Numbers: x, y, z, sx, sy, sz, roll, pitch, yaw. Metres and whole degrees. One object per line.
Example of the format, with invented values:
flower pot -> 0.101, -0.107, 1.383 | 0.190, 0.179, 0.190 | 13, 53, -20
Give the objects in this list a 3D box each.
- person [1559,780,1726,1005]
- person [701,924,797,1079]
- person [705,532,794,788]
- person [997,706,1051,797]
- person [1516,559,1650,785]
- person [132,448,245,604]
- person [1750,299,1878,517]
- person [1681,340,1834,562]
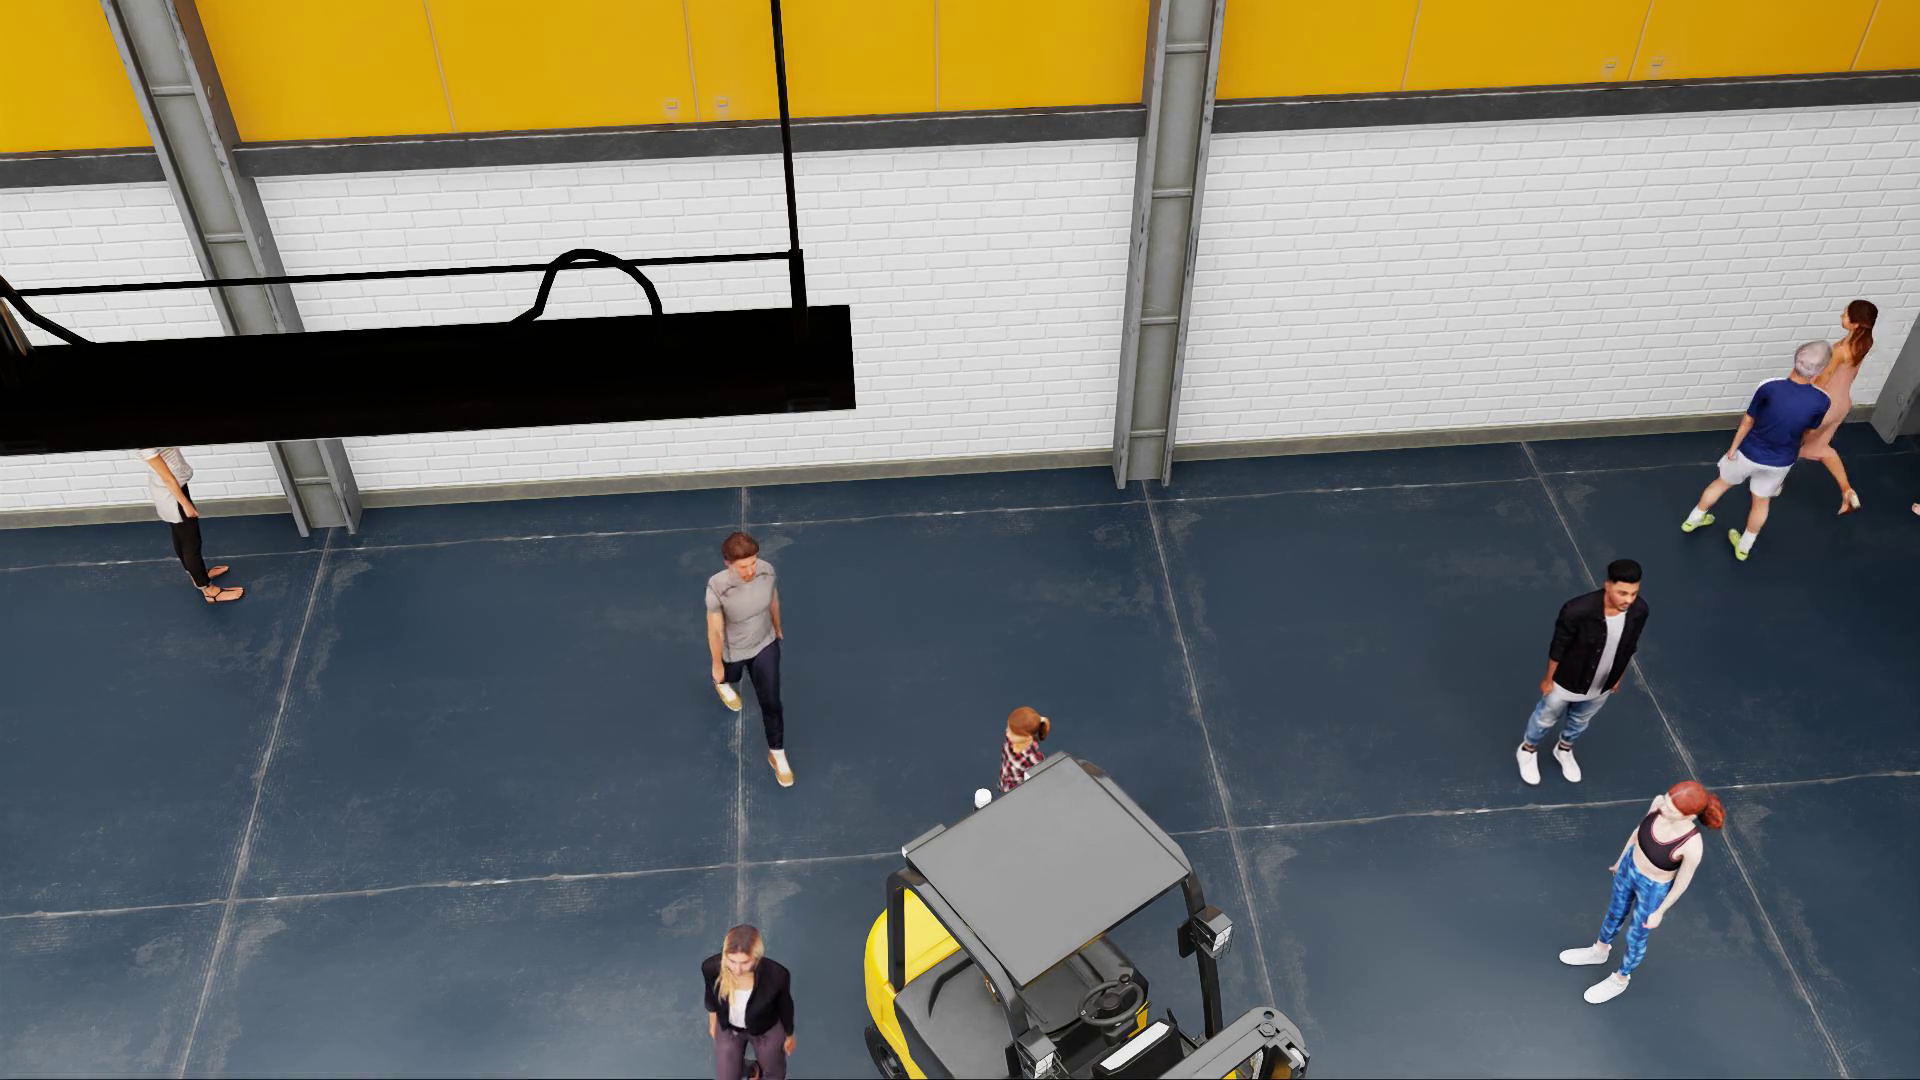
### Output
person -> 3.632, 1.844, 8.833 | 0.622, 1.788, 0.607 | -9, 44, -10
person -> -1.027, 2.386, 8.353 | 0.591, 1.664, 0.721 | 4, 44, 5
person -> -1.351, 0.588, 10.114 | 1.278, 1.839, 1.083 | -21, 47, -21
person -> 0.407, 1.411, 9.645 | 0.825, 1.294, 0.687 | -20, 47, -20
person -> 3.729, 0.761, 9.952 | 0.508, 1.811, 0.735 | -3, 44, -3
person -> -5.259, -0.314, 11.069 | 0.694, 1.827, 0.677 | -28, 50, -26
person -> 6.132, -0.872, 11.666 | 1.034, 1.811, 0.953 | -21, 47, -20
person -> 5.530, -0.564, 11.338 | 0.788, 1.818, 0.899 | 8, 44, 9
